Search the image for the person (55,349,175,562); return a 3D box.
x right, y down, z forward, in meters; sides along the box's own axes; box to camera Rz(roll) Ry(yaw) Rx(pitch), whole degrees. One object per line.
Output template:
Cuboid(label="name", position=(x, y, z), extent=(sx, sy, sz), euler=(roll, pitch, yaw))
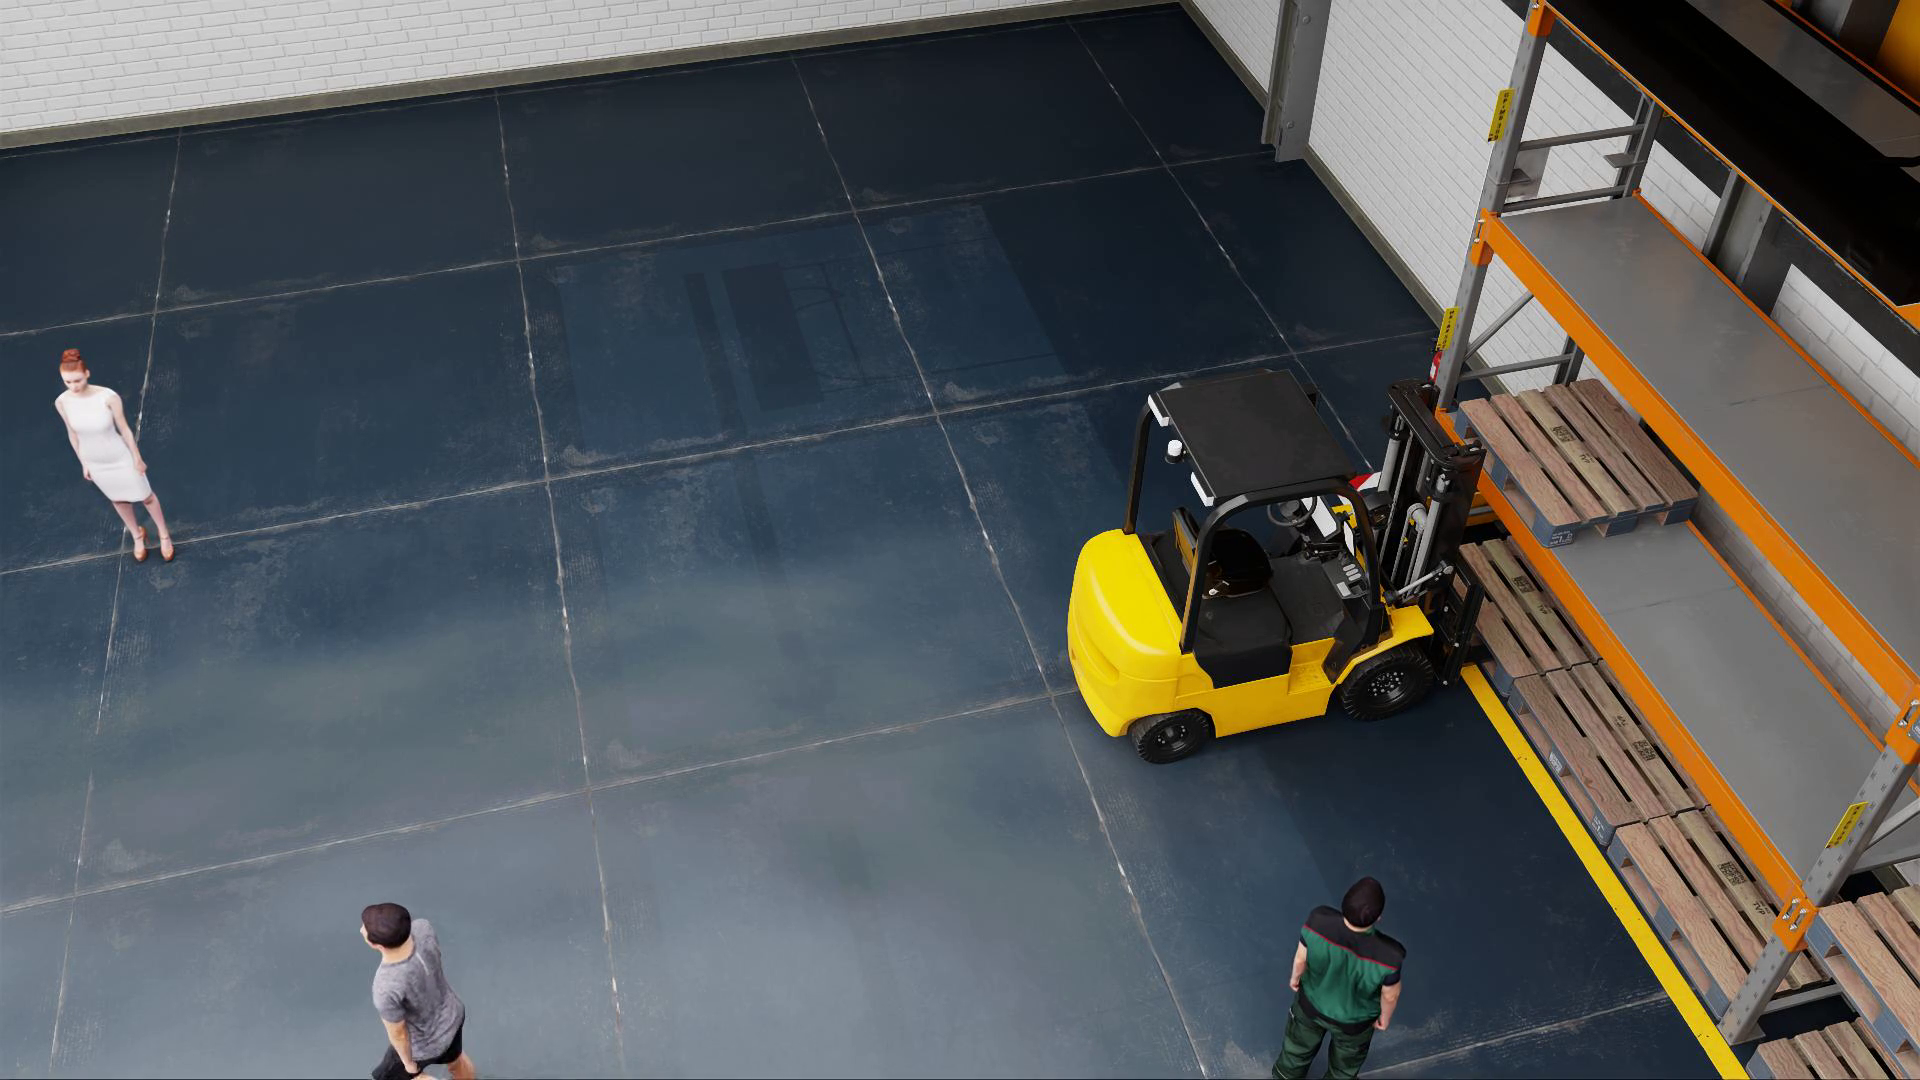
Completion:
Cuboid(label="person", position=(-5.707, -0.550, 11.218), extent=(0.580, 1.794, 0.525), euler=(-5, 44, -5))

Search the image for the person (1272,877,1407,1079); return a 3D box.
Cuboid(label="person", position=(1.860, 2.268, 8.183), extent=(0.750, 1.901, 0.804), euler=(21, 47, 20))

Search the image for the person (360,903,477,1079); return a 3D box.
Cuboid(label="person", position=(-2.511, 2.379, 8.115), extent=(0.865, 1.832, 0.795), euler=(11, 45, 11))
